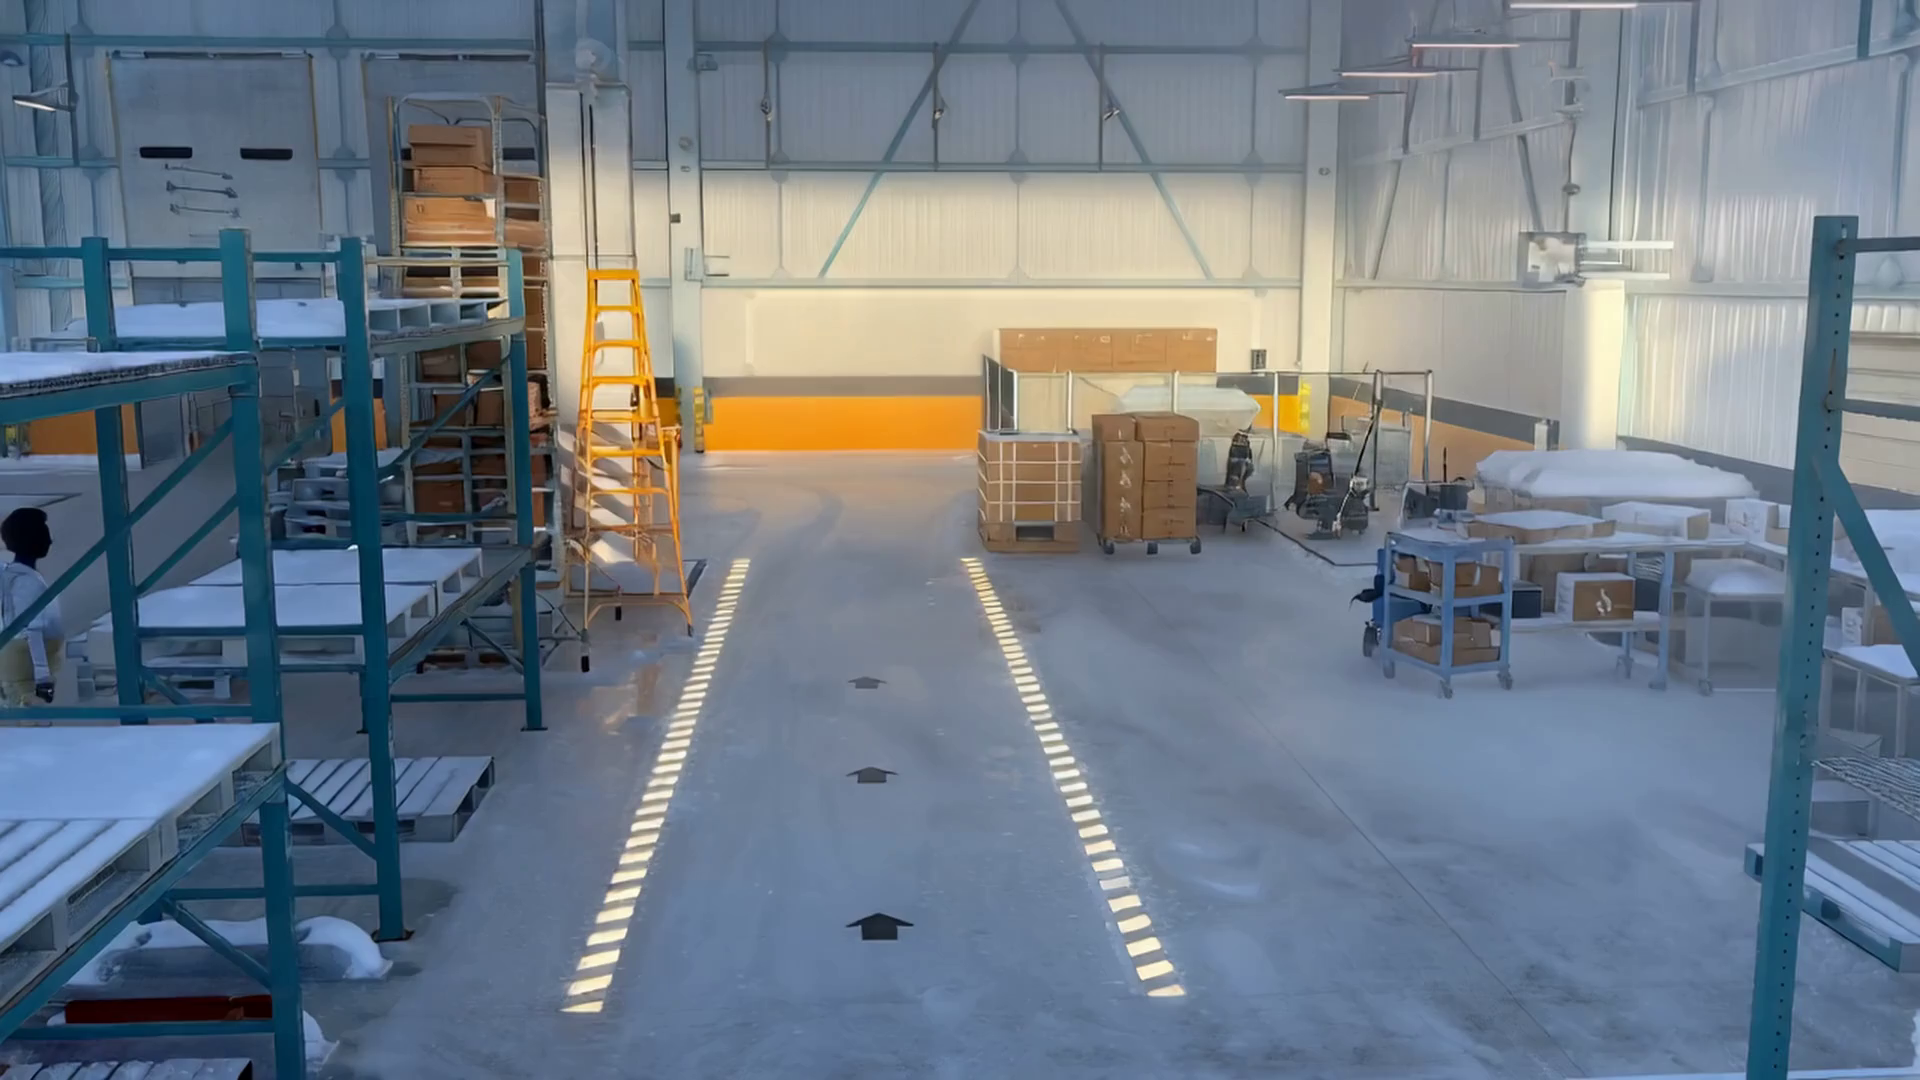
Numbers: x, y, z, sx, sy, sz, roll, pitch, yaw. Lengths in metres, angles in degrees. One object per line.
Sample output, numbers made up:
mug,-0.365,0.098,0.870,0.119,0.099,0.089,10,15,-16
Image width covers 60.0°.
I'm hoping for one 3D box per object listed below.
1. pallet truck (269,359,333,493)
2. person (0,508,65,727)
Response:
pallet truck,-7.062,-1.131,18.996,1.885,1.965,0.823,2,9,13
person,-4.822,0.673,8.643,0.322,1.689,0.530,-6,11,-33
